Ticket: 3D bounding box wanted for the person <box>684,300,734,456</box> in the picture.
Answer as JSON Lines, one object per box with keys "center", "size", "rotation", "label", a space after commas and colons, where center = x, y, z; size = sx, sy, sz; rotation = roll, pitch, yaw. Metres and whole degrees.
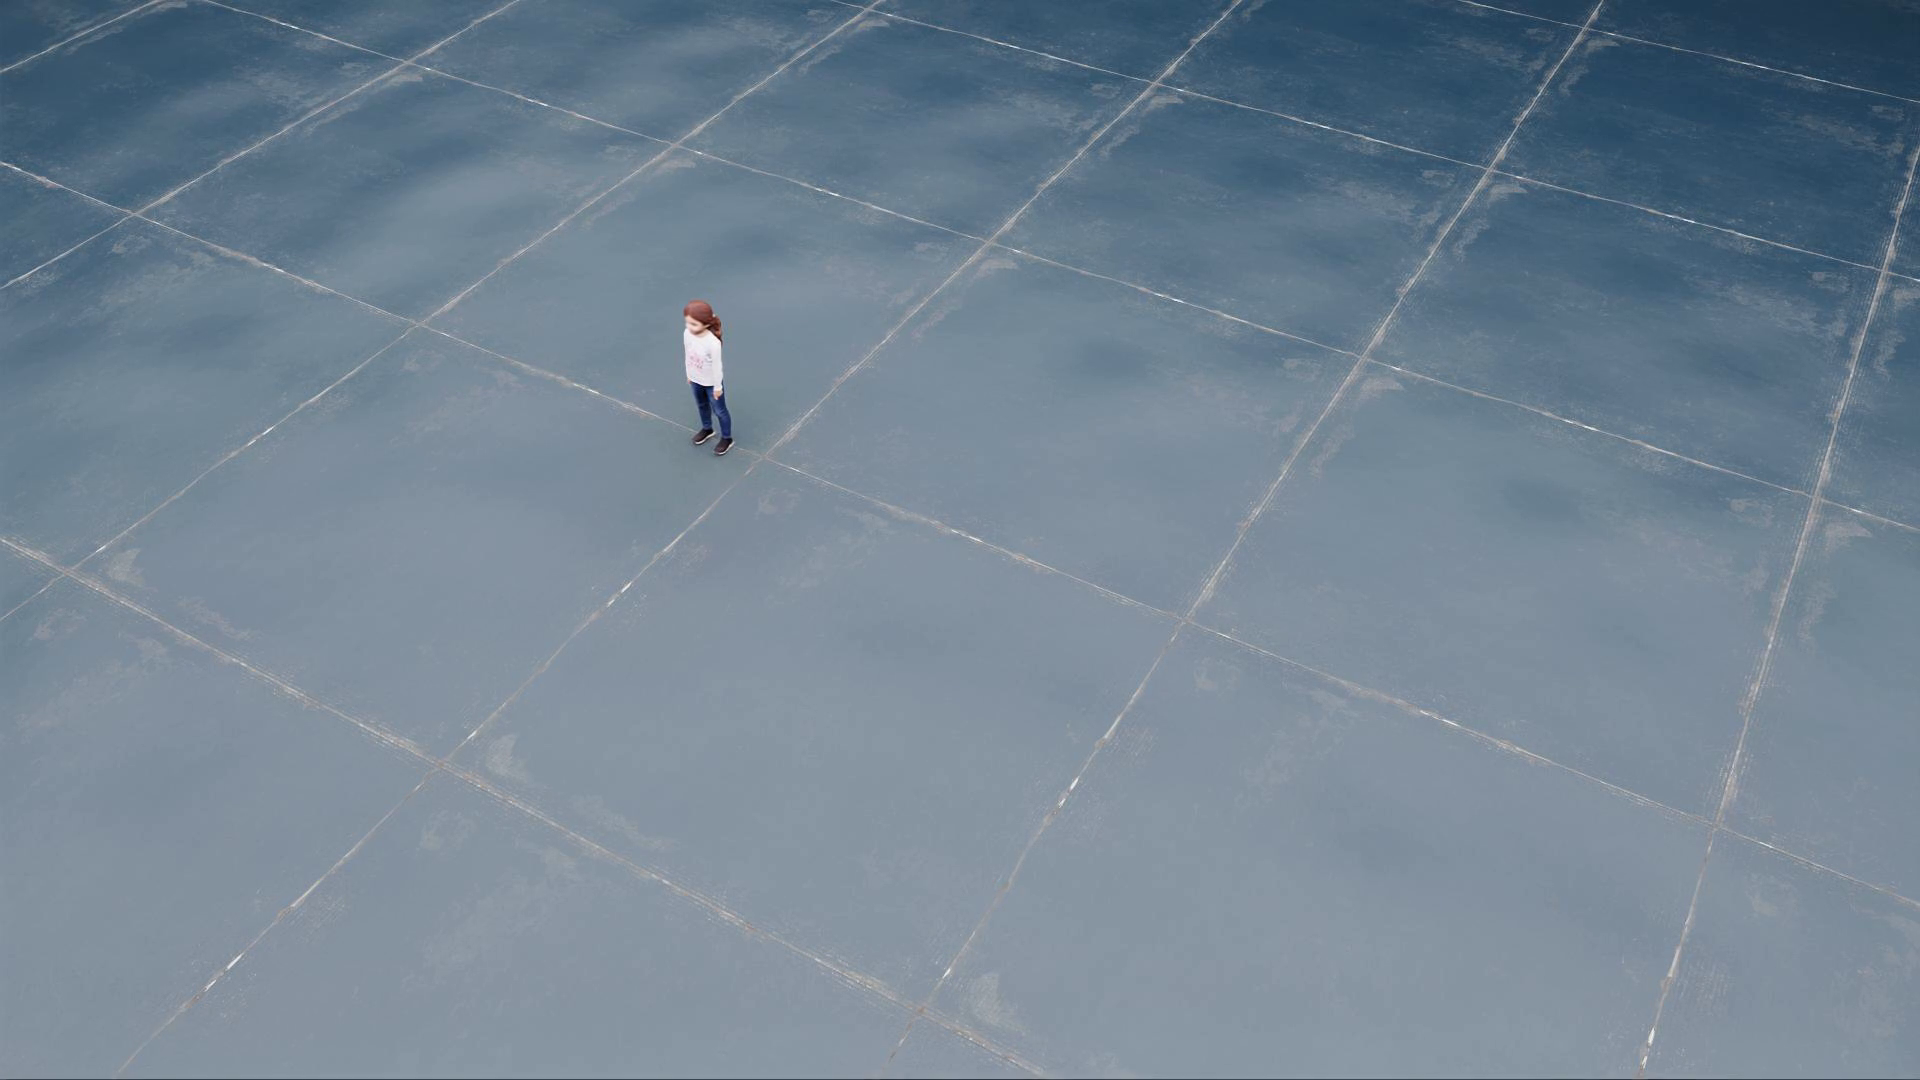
{"center": [-1.610, -1.053, 10.560], "size": [0.448, 1.110, 0.473], "rotation": [25, 48, 25], "label": "person"}
